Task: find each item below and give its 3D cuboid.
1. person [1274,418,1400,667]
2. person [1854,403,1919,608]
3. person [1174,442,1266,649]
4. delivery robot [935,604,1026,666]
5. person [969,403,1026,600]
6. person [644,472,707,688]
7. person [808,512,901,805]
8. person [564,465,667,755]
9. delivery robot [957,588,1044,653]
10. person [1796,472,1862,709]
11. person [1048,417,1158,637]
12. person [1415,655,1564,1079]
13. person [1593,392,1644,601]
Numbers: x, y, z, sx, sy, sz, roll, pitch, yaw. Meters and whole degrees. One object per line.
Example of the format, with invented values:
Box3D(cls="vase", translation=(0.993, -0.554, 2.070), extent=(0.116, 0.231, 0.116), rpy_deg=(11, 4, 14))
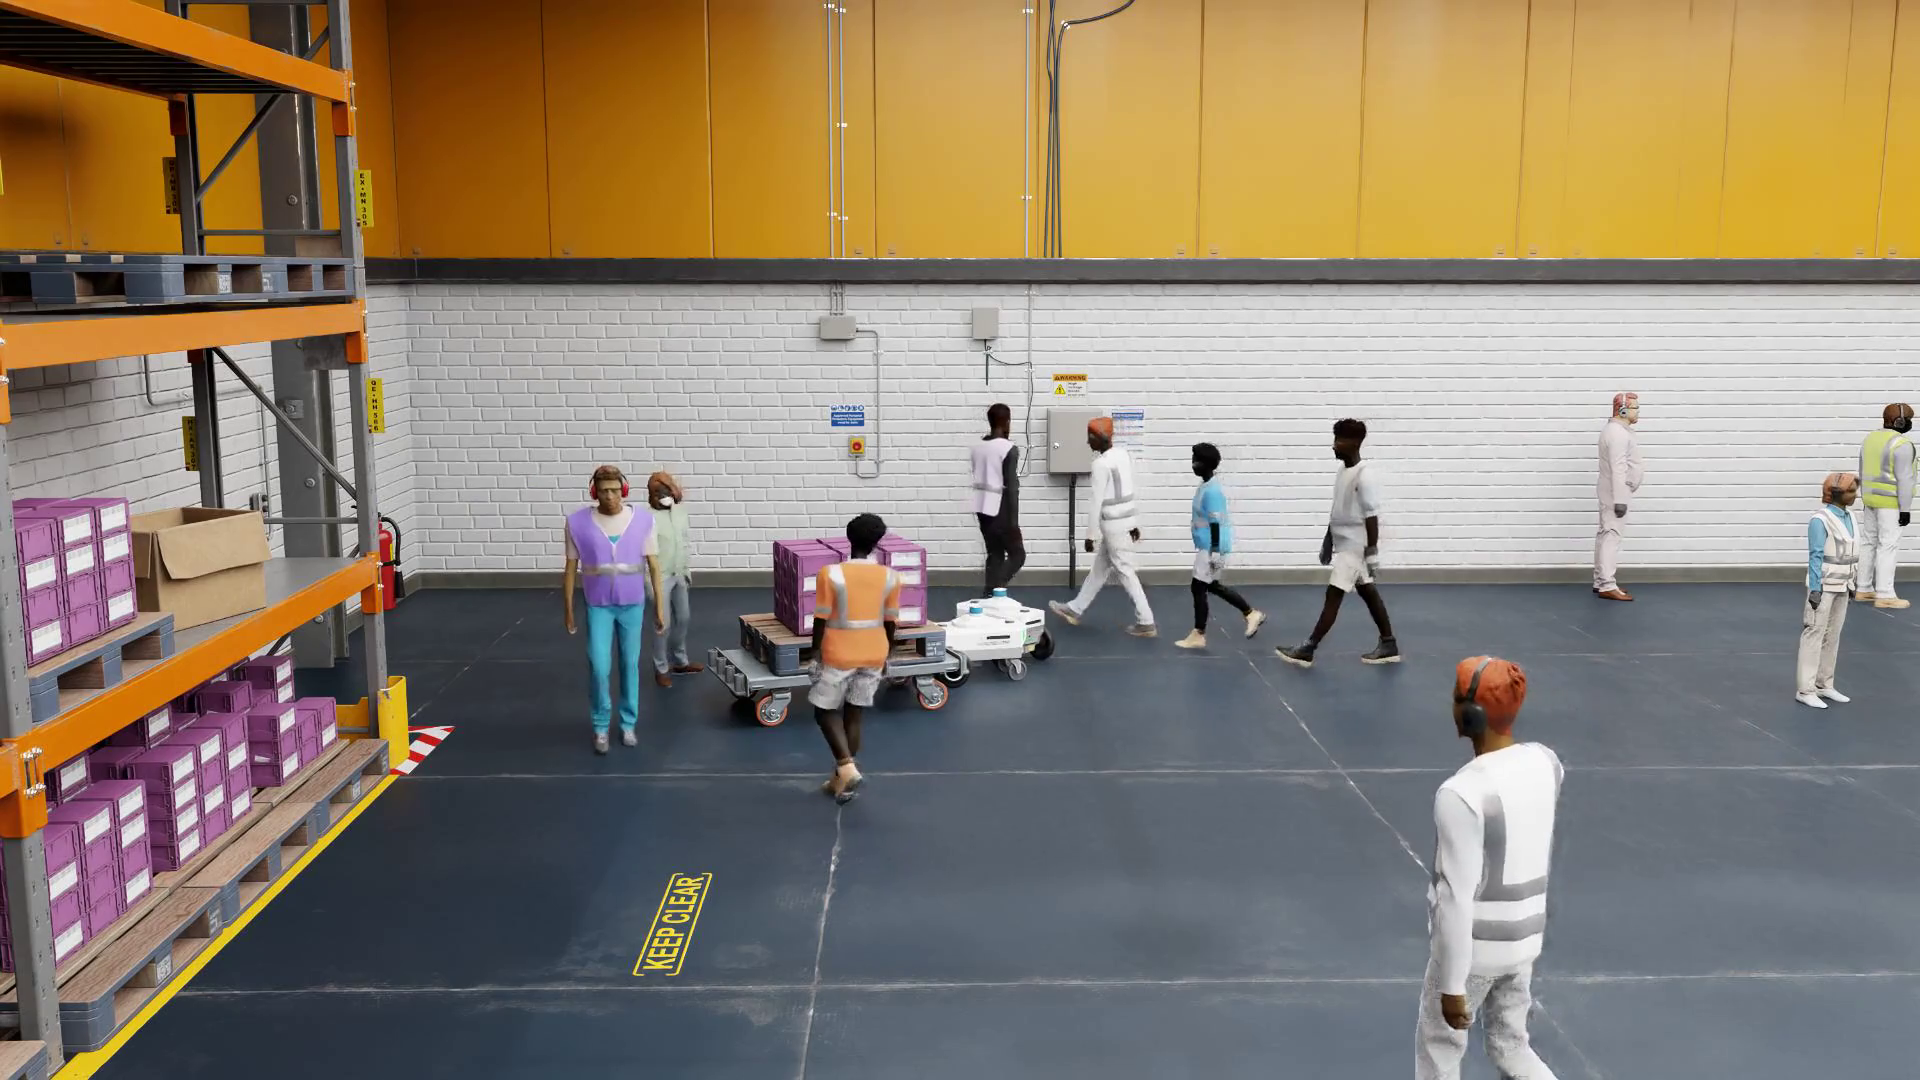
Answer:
Box3D(cls="person", translation=(2.935, 0.023, 12.687), extent=(1.020, 1.908, 0.621), rpy_deg=(0, 9, -3))
Box3D(cls="person", translation=(8.361, -0.317, 14.978), extent=(0.429, 1.842, 0.630), rpy_deg=(-1, 9, -4))
Box3D(cls="person", translation=(2.093, 0.045, 13.279), extent=(0.672, 1.666, 0.557), rpy_deg=(1, 9, 4))
Box3D(cls="delivery robot", translation=(0.121, 0.719, 12.271), extent=(0.707, 0.478, 0.477), rpy_deg=(-2, 10, -15))
Box3D(cls="person", translation=(0.313, -0.211, 14.155), extent=(0.429, 1.895, 0.629), rpy_deg=(-7, 12, -36))
Box3D(cls="person", translation=(-2.096, 0.277, 12.087), extent=(0.358, 1.594, 0.651), rpy_deg=(5, 11, 29))
Box3D(cls="person", translation=(-0.577, 0.680, 9.402), extent=(0.563, 1.661, 0.487), rpy_deg=(-5, 11, -30))
Box3D(cls="person", translation=(-2.158, 0.436, 10.431), extent=(0.598, 1.820, 0.616), rpy_deg=(-3, 10, -18))
Box3D(cls="delivery robot", translation=(0.306, 0.617, 12.901), extent=(0.707, 0.478, 0.477), rpy_deg=(9, 13, 43))
Box3D(cls="person", translation=(6.049, 0.342, 11.560), extent=(0.525, 1.637, 0.307), rpy_deg=(-6, 11, -34))
Box3D(cls="person", translation=(1.197, -0.111, 13.769), extent=(1.019, 1.823, 0.636), rpy_deg=(5, 10, 26))
Box3D(cls="person", translation=(1.686, 1.277, 5.164), extent=(0.582, 1.862, 0.800), rpy_deg=(-7, 11, -35))
Box3D(cls="person", translation=(6.078, -0.408, 15.337), extent=(0.400, 1.910, 0.643), rpy_deg=(3, 10, 16))
